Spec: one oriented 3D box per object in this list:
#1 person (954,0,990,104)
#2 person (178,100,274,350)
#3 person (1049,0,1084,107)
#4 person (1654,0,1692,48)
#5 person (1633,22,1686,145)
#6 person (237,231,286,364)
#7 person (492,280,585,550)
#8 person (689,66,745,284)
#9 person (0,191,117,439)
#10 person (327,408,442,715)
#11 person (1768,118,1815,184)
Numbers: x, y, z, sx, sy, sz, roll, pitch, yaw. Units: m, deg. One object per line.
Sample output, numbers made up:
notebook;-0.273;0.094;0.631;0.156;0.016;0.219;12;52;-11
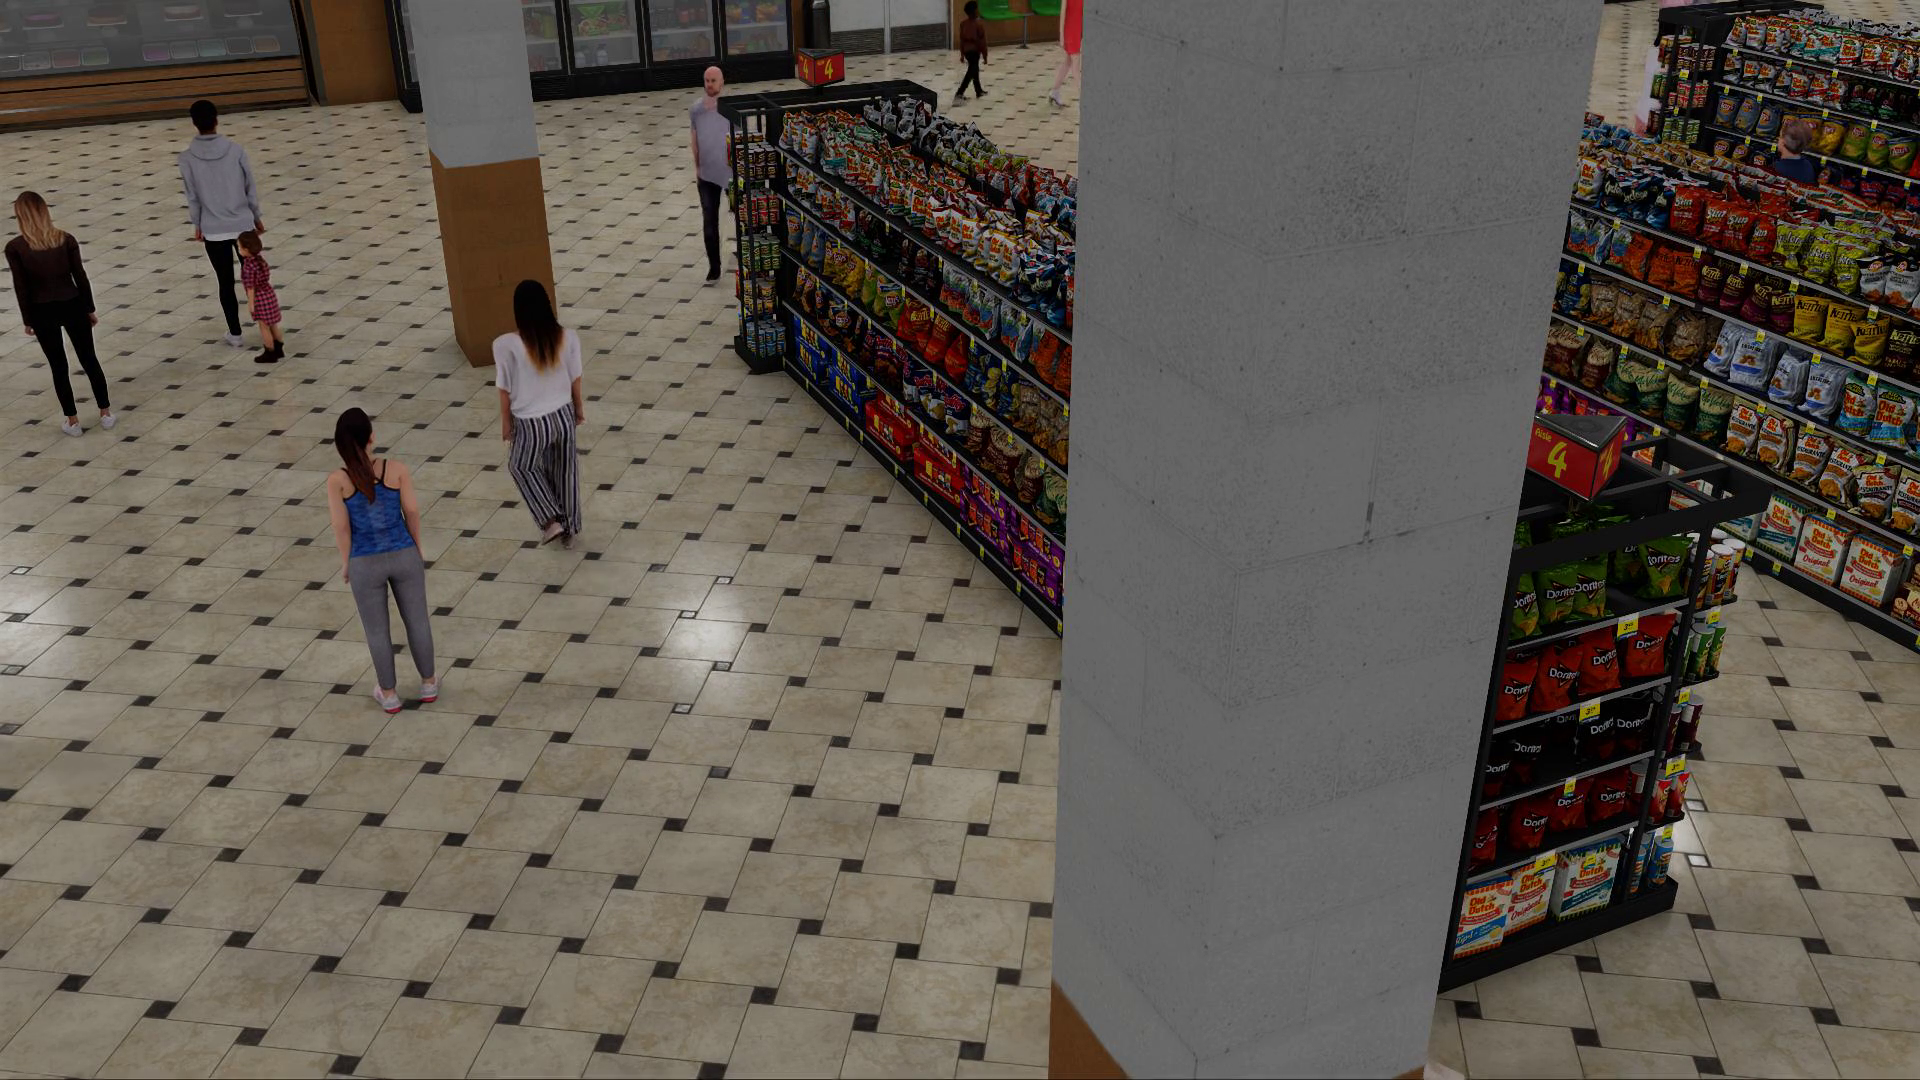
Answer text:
person;0.117;-6.126;20.955;0.923;1.233;0.834;21;34;35
person;-5.692;-2.452;12.940;0.692;1.931;0.622;-15;30;-27
person;1.325;-6.227;20.531;1.065;1.797;0.926;17;31;29
person;9.723;-7.246;22.660;0.696;1.688;0.536;-18;32;-32
person;6.984;-4.356;16.888;0.726;1.756;0.744;-12;29;-22
person;-5.381;-1.872;12.803;0.551;1.019;0.474;3;27;5
person;-2.424;-0.684;9.745;0.711;1.667;0.747;-15;31;-28
person;-2.067;-3.233;14.625;1.082;1.800;1.313;2;27;4
person;-6.179;-1.544;11.401;0.647;1.703;0.570;-19;32;-32
person;-2.861;0.106;8.250;0.559;1.609;0.533;-13;30;-24
person;6.184;-2.203;12.533;0.692;1.854;0.804;-14;30;-26
